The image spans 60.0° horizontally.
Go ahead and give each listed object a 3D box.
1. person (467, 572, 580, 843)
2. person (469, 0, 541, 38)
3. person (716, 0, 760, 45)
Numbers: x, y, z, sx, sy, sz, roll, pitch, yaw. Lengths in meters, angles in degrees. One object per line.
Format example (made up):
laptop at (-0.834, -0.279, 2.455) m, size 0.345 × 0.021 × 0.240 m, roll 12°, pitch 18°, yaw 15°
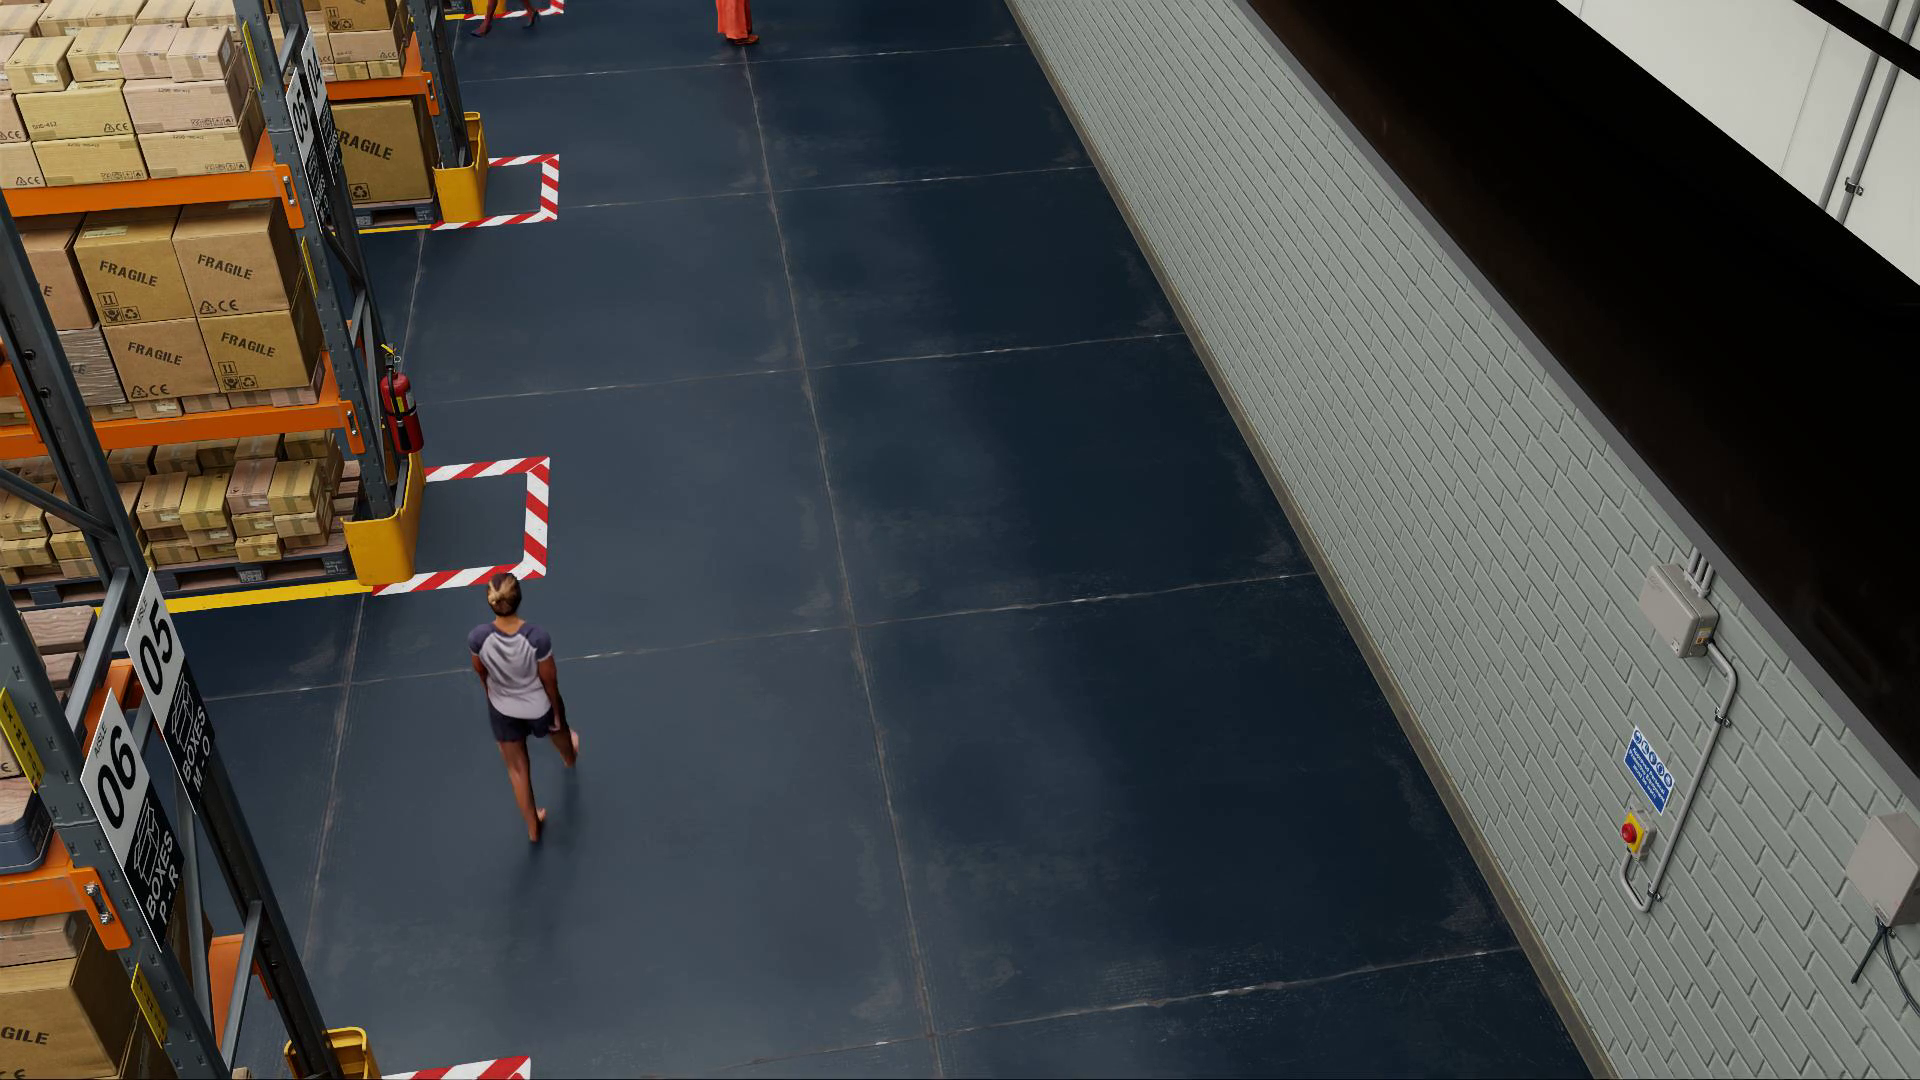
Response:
person at (-2.223, 0.893, 8.440) m, size 0.854 × 1.593 × 0.616 m, roll -6°, pitch 38°, yaw -8°
person at (-4.732, -6.115, 17.313) m, size 1.017 × 1.698 × 1.172 m, roll 29°, pitch 46°, yaw 32°
person at (-2.361, -6.037, 17.130) m, size 0.712 × 1.802 × 0.712 m, roll -22°, pitch 43°, yaw -25°
